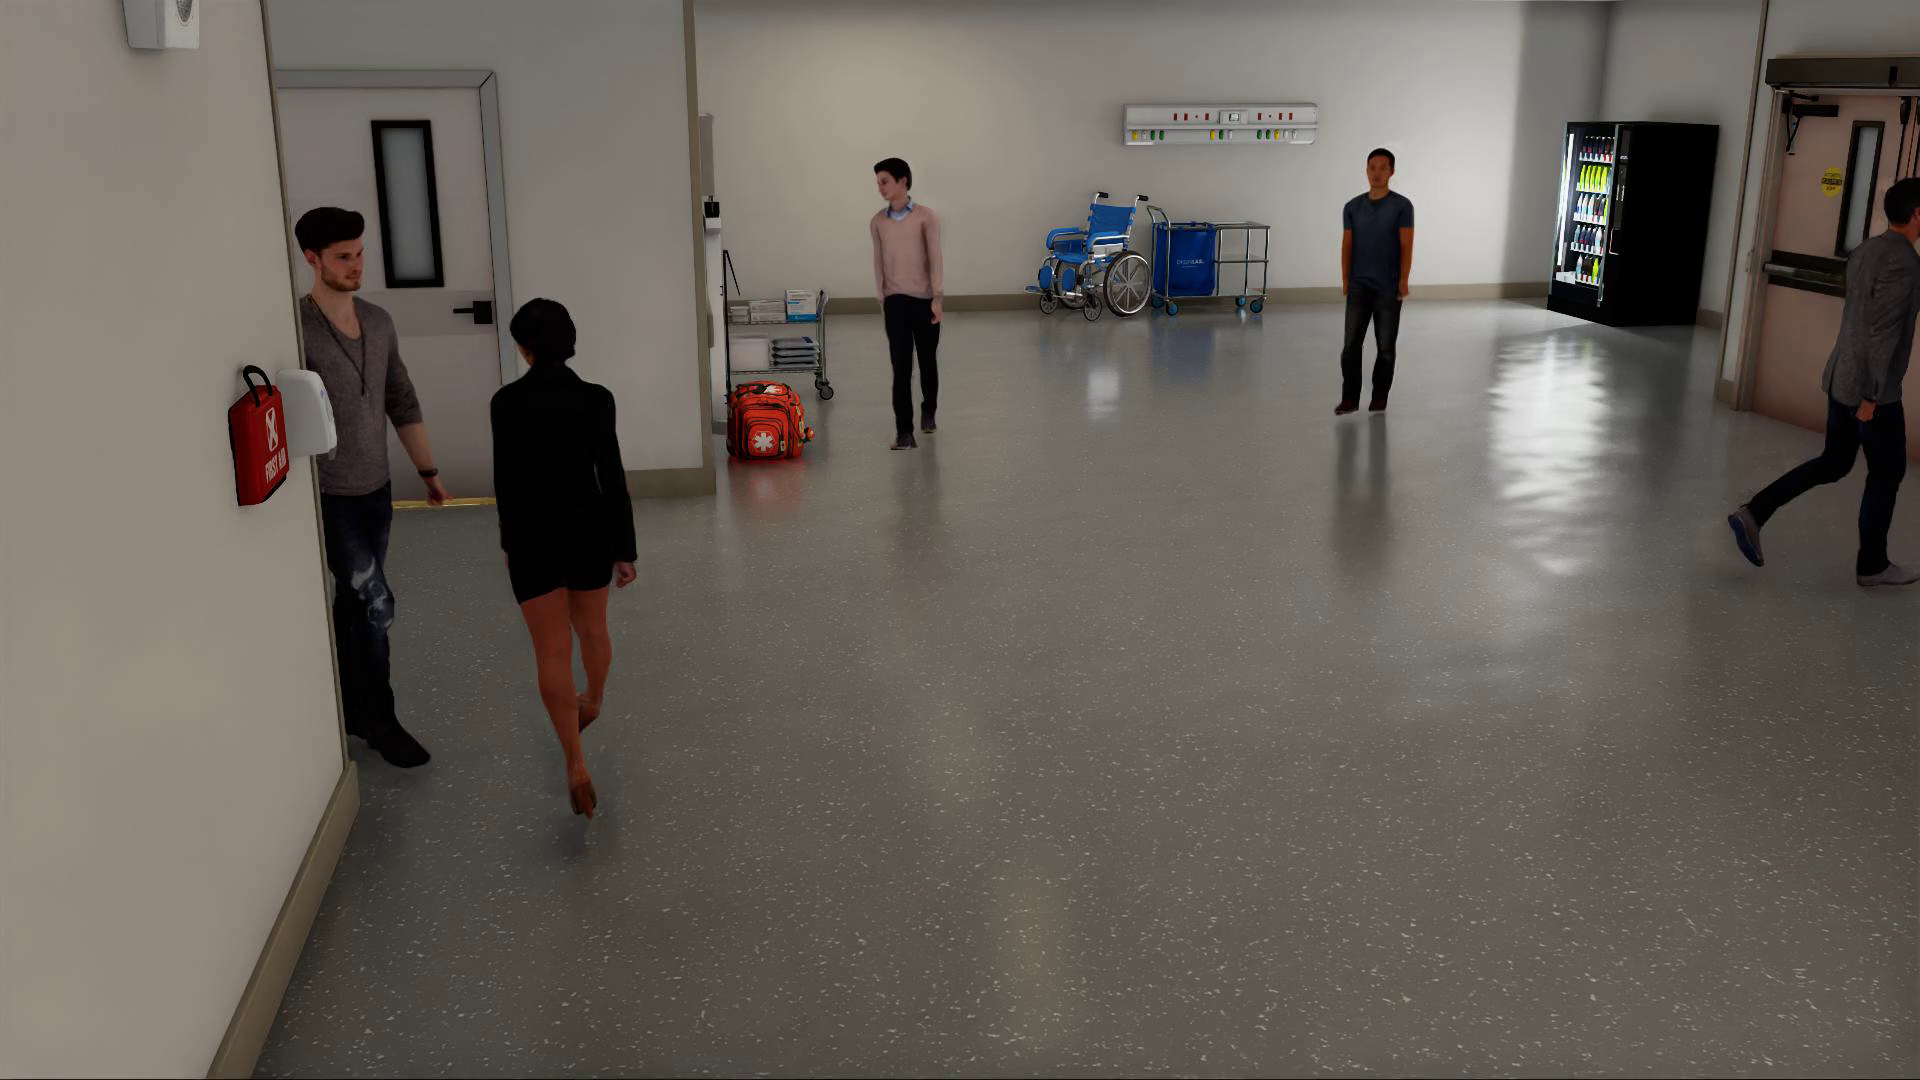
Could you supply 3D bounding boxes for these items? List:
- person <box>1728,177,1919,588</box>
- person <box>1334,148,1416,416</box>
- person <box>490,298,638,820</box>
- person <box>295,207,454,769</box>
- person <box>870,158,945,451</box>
[{"bbox_3d":[4.010,-0.689,7.518,0.904,1.846,1.095,1,16,3],"label":"person"},{"bbox_3d":[2.880,-1.756,11.408,0.936,1.788,1.026,7,17,23],"label":"person"},{"bbox_3d":[-1.244,0.103,5.197,0.730,1.581,1.135,-5,17,-18],"label":"person"},{"bbox_3d":[-2.130,-0.153,5.556,1.078,1.878,0.983,5,17,18],"label":"person"},{"bbox_3d":[-0.274,-1.458,10.427,0.936,1.748,1.314,3,16,9],"label":"person"}]
